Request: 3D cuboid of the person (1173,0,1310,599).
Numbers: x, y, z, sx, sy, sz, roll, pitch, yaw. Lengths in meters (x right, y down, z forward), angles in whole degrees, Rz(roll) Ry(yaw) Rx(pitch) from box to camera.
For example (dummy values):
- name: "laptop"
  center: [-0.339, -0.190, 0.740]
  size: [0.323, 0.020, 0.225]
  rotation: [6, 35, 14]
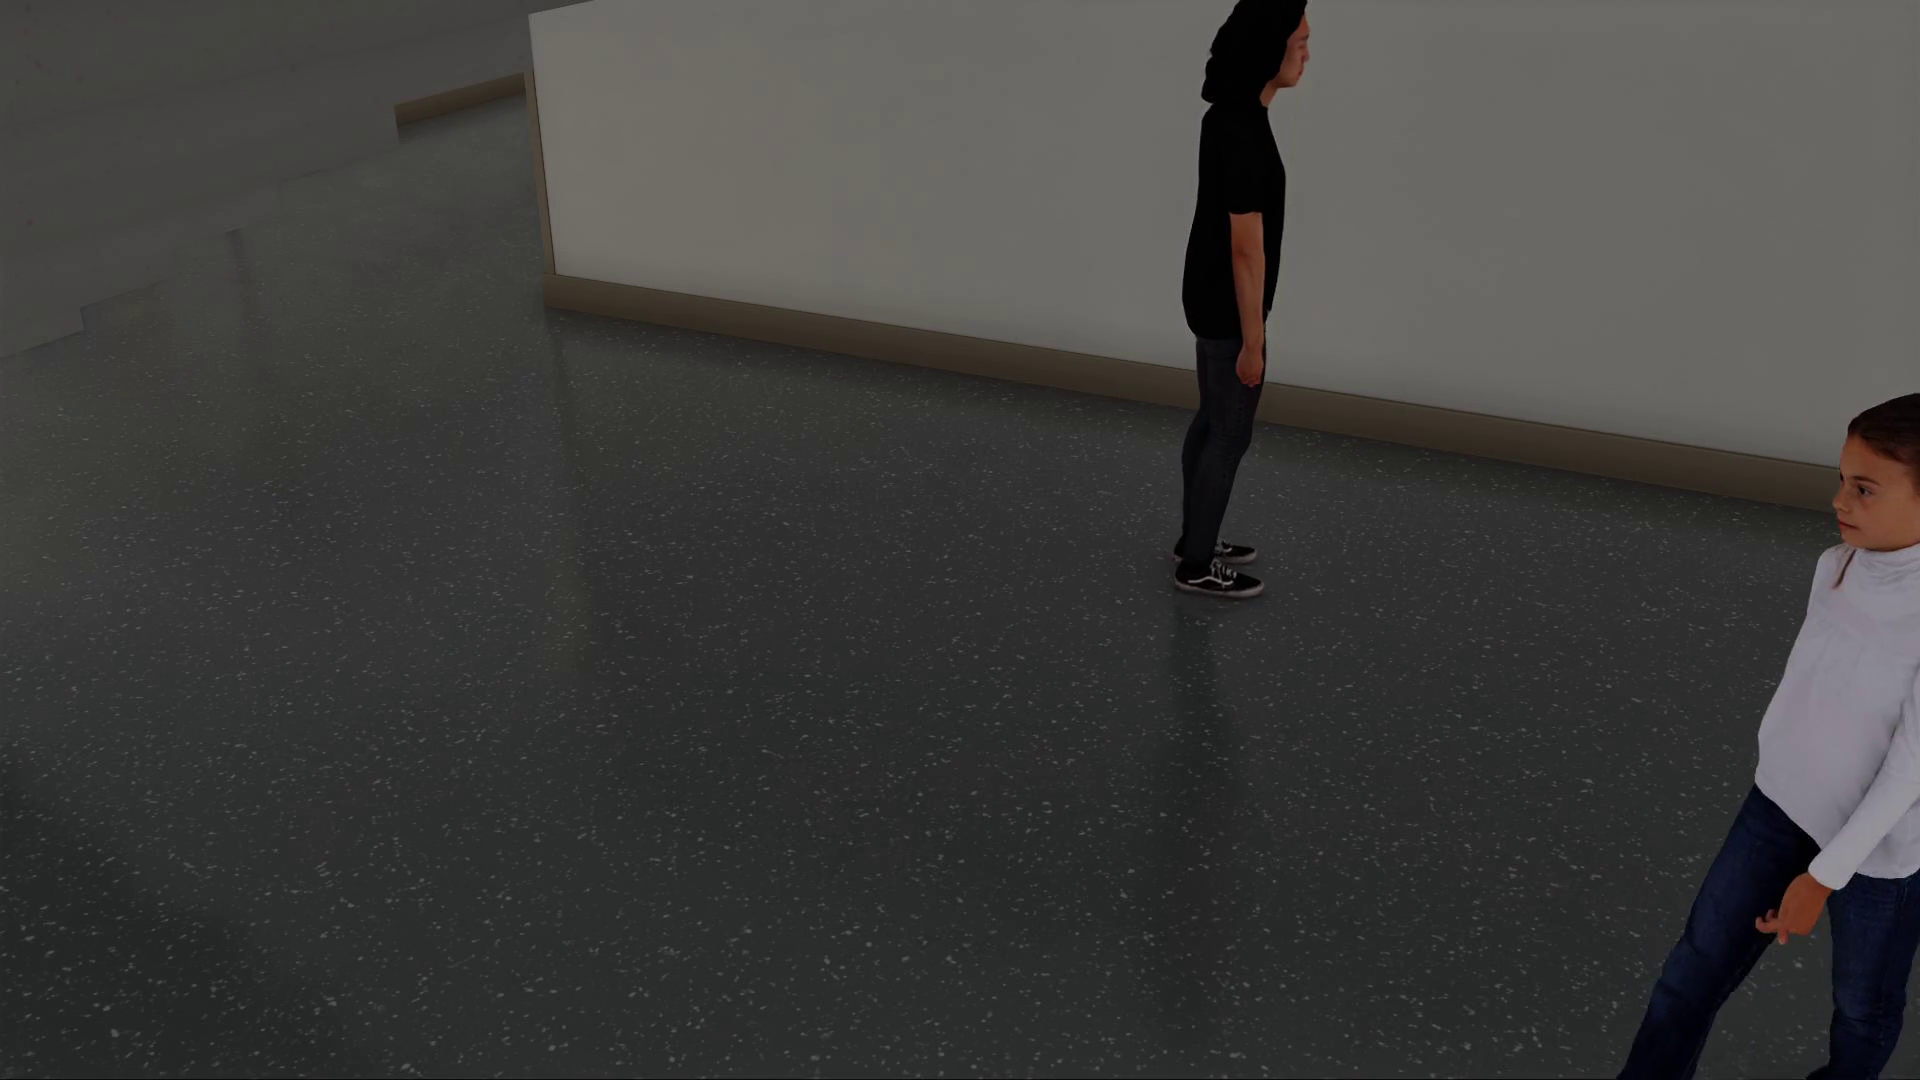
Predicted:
- name: "person"
  center: [0.786, -0.703, 4.926]
  size: [0.696, 1.824, 0.709]
  rotation: [-1, 26, -2]

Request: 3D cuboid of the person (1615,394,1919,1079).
- name: "person"
  center: [1.566, 0.489, 2.816]
  size: [0.960, 1.522, 0.918]
  rotation: [-10, 27, -19]
